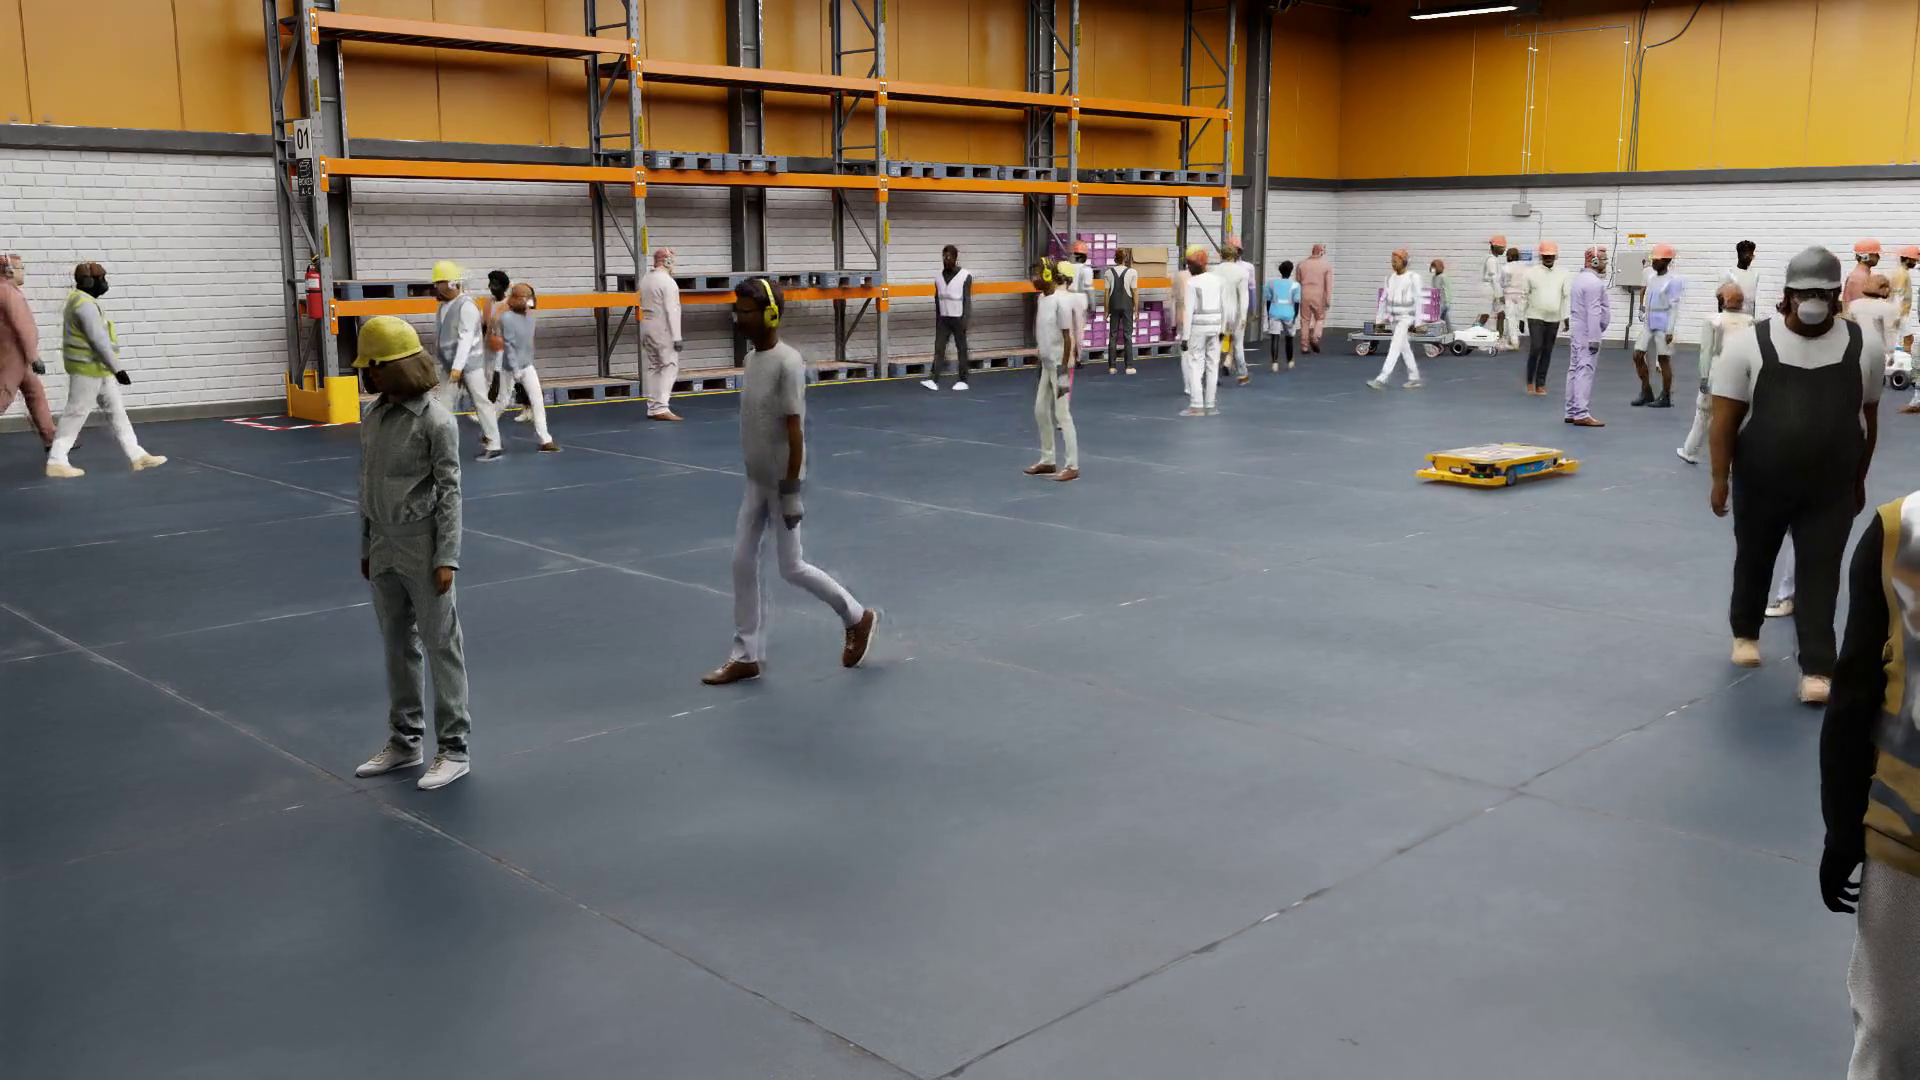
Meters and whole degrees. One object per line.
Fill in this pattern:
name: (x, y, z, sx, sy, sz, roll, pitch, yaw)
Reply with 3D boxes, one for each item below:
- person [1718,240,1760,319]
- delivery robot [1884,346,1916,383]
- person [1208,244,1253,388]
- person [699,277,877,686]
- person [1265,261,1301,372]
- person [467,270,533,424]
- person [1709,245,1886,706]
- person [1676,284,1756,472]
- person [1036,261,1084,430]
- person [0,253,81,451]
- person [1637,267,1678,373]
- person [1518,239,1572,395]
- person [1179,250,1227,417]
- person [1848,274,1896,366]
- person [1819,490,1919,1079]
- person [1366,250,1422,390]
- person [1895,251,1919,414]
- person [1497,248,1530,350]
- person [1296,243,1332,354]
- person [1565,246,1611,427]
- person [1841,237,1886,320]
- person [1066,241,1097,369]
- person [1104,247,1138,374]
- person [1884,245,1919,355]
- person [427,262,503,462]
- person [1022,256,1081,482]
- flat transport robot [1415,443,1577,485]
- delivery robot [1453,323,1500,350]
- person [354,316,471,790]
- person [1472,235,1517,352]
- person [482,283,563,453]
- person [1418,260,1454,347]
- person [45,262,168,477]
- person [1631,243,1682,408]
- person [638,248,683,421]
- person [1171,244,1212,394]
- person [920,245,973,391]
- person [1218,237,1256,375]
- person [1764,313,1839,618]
person: (9.953, -2.843, 21.280, 0.614, 1.951, 0.366, -4, 11, -20)
delivery robot: (12.373, -2.320, 21.994, 0.477, 0.478, 0.707, -5, 12, -26)
person: (3.620, -3.002, 22.296, 0.654, 1.903, 0.891, 6, 12, 31)
person: (-0.788, -0.270, 7.568, 0.810, 1.846, 0.544, -7, 13, -35)
person: (4.807, -3.327, 24.782, 0.534, 1.636, 0.917, 3, 11, 17)
person: (-4.909, -2.045, 17.755, 0.542, 1.643, 0.899, 10, 14, 44)
person: (3.729, -0.353, 7.469, 0.698, 2.000, 1.033, 4, 11, 19)
person: (6.593, -1.412, 14.427, 0.535, 1.592, 0.839, -1, 10, -5)
person: (1.030, -2.012, 17.290, 0.538, 1.754, 0.446, 5, 12, 27)
person: (-8.732, -1.689, 15.270, 0.988, 1.867, 0.637, -8, 13, -38)
person: (10.256, -3.387, 24.478, 0.511, 1.872, 0.328, 3, 11, 14)
person: (7.395, -2.792, 20.983, 0.611, 1.967, 0.613, 0, 10, 3)
person: (2.756, -2.307, 18.651, 0.686, 1.862, 0.373, -5, 12, -26)
person: (9.503, -1.955, 17.356, 0.371, 1.617, 0.520, -5, 11, -24)
person: (1.864, 0.574, 2.962, 0.627, 1.844, 0.429, 6, 12, 30)
person: (5.743, -2.879, 21.840, 1.003, 1.824, 0.600, -6, 12, -28)
person: (10.983, -2.347, 18.681, 0.598, 1.918, 0.632, 6, 12, 28)
person: (9.798, -4.284, 29.590, 0.640, 1.790, 0.978, -2, 11, -11)
person: (6.025, -4.116, 28.408, 0.683, 1.879, 0.447, 5, 11, 24)
person: (6.720, -2.171, 17.751, 0.399, 1.908, 0.643, 1, 10, 5)
person: (9.955, -2.338, 18.421, 0.381, 1.994, 0.613, 4, 11, 22)
person: (1.824, -3.545, 25.191, 0.581, 1.917, 0.554, 10, 14, 42)
person: (2.356, -3.341, 24.298, 0.506, 1.846, 0.346, 3, 11, 17)
person: (13.274, -3.247, 23.680, 0.926, 1.897, 0.548, 4, 11, 23)
person: (-4.477, -1.549, 14.685, 0.602, 1.778, 0.909, 9, 14, 41)
person: (0.766, -1.408, 13.769, 0.395, 1.848, 0.646, -4, 11, -20)
flat transport robot: (4.486, -0.642, 13.876, 1.431, 0.197, 0.652, -9, 14, -41)
delivery robot: (8.658, -3.397, 27.868, 0.707, 0.478, 0.477, 6, 12, 30)
person: (-2.039, 0.049, 6.109, 0.484, 1.736, 0.308, 6, 12, 30)
person: (9.328, -4.251, 28.791, 0.861, 2.006, 0.612, 5, 11, 25)
person: (-4.150, -1.607, 15.546, 0.868, 1.588, 0.483, 5, 12, 28)
person: (8.622, -4.253, 29.984, 0.873, 1.578, 0.584, -2, 11, -9)
person: (-7.307, -1.429, 14.025, 0.947, 1.799, 0.627, -5, 11, -25)
person: (8.154, -2.499, 19.478, 0.602, 1.920, 0.569, -3, 11, -16)
person: (-3.268, -2.255, 18.267, 0.400, 1.891, 0.672, -9, 14, -40)
person: (2.964, -2.798, 21.167, 0.585, 1.912, 0.409, 4, 11, 20)
person: (-0.161, -2.858, 21.559, 0.623, 1.876, 0.938, 7, 12, 33)
person: (3.972, -3.402, 24.220, 0.624, 2.003, 1.023, 5, 11, 25)
person: (4.588, -0.474, 8.958, 0.742, 1.745, 0.532, -7, 12, -33)
